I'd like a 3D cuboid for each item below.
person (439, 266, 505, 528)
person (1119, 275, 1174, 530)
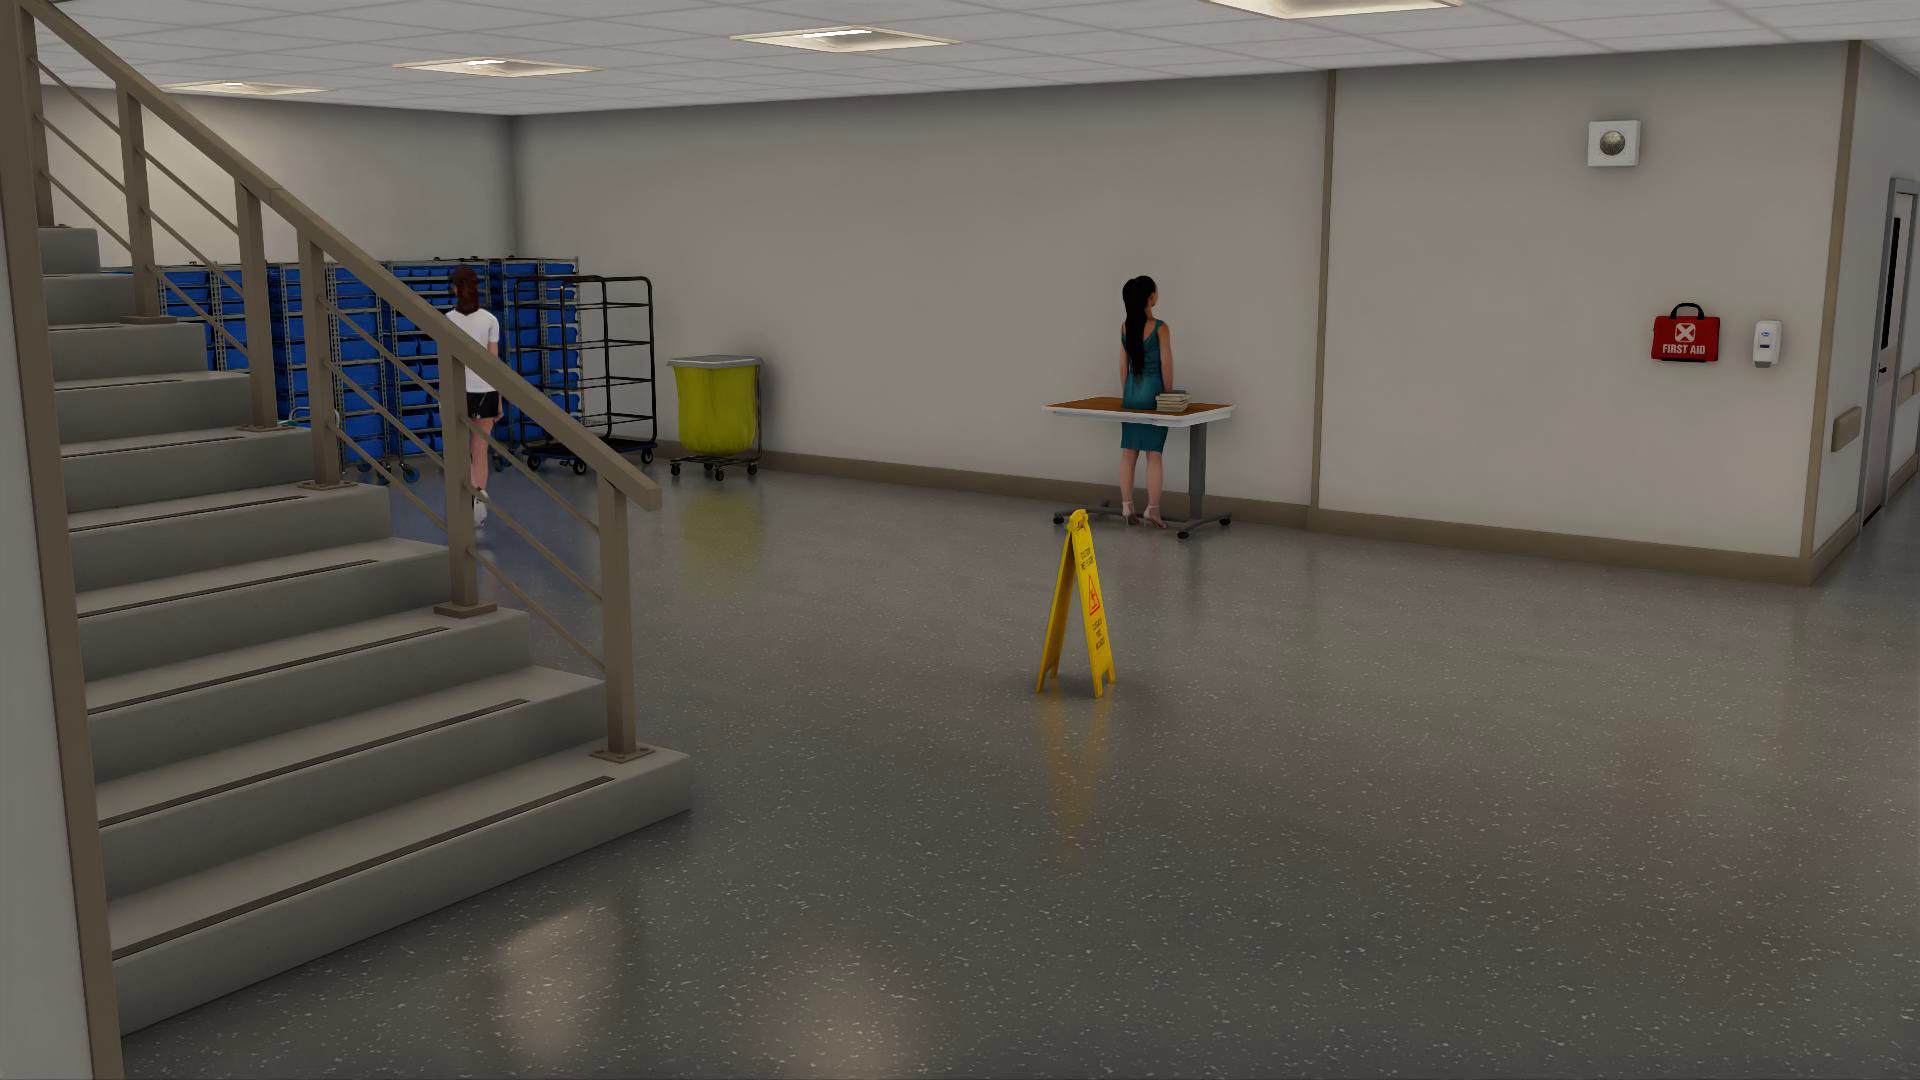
[{"bbox_3d":[-3.180,-0.894,10.871,0.843,1.730,1.078,-6,12,-29],"label":"person"},{"bbox_3d":[1.231,-0.917,11.106,0.431,1.687,0.604,8,13,37],"label":"person"}]
